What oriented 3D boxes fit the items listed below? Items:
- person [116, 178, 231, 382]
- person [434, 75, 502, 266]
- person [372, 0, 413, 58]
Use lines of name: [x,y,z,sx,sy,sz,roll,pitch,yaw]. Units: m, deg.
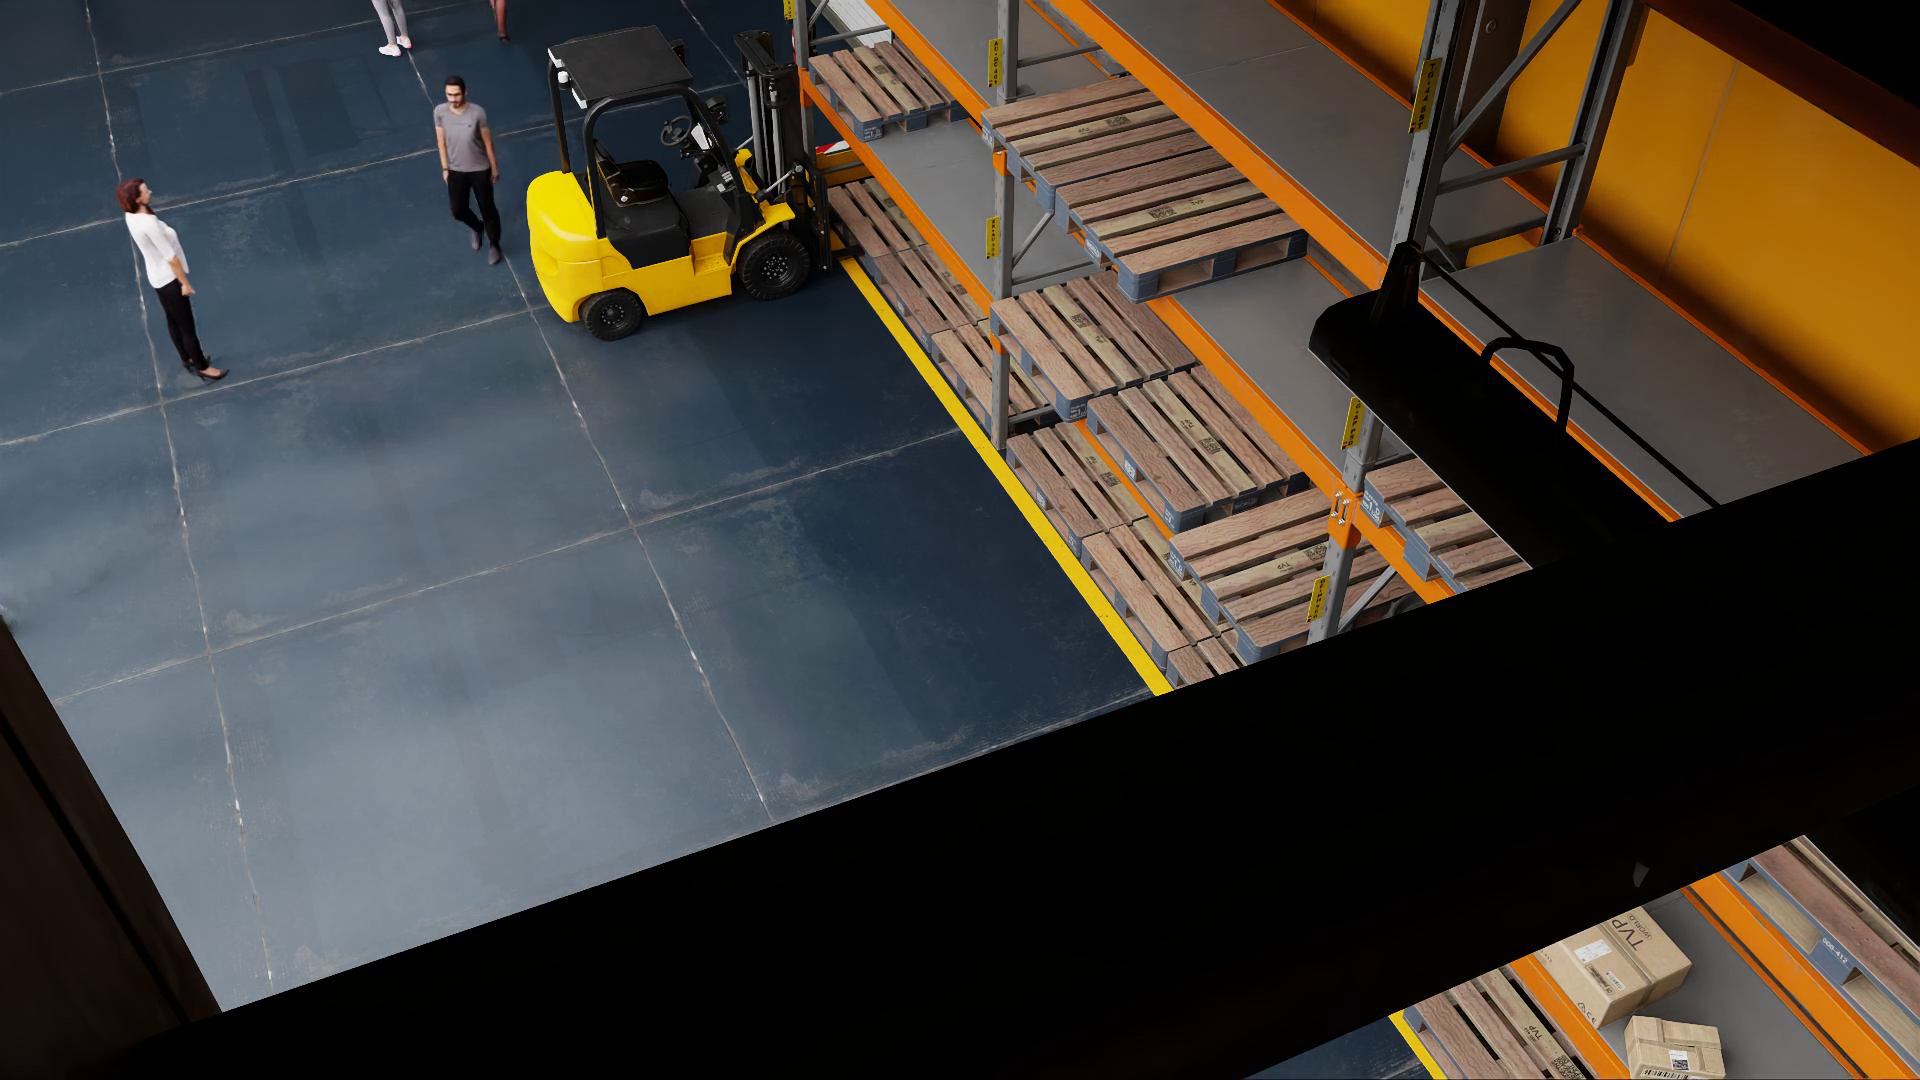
person: [-6.206,-2.021,13.007,0.730,1.795,0.576,-35,53,-31]
person: [-4.206,-3.234,14.317,0.755,1.744,0.797,-2,44,-3]
person: [-5.955,-5.789,17.097,0.709,1.610,0.663,19,47,19]
